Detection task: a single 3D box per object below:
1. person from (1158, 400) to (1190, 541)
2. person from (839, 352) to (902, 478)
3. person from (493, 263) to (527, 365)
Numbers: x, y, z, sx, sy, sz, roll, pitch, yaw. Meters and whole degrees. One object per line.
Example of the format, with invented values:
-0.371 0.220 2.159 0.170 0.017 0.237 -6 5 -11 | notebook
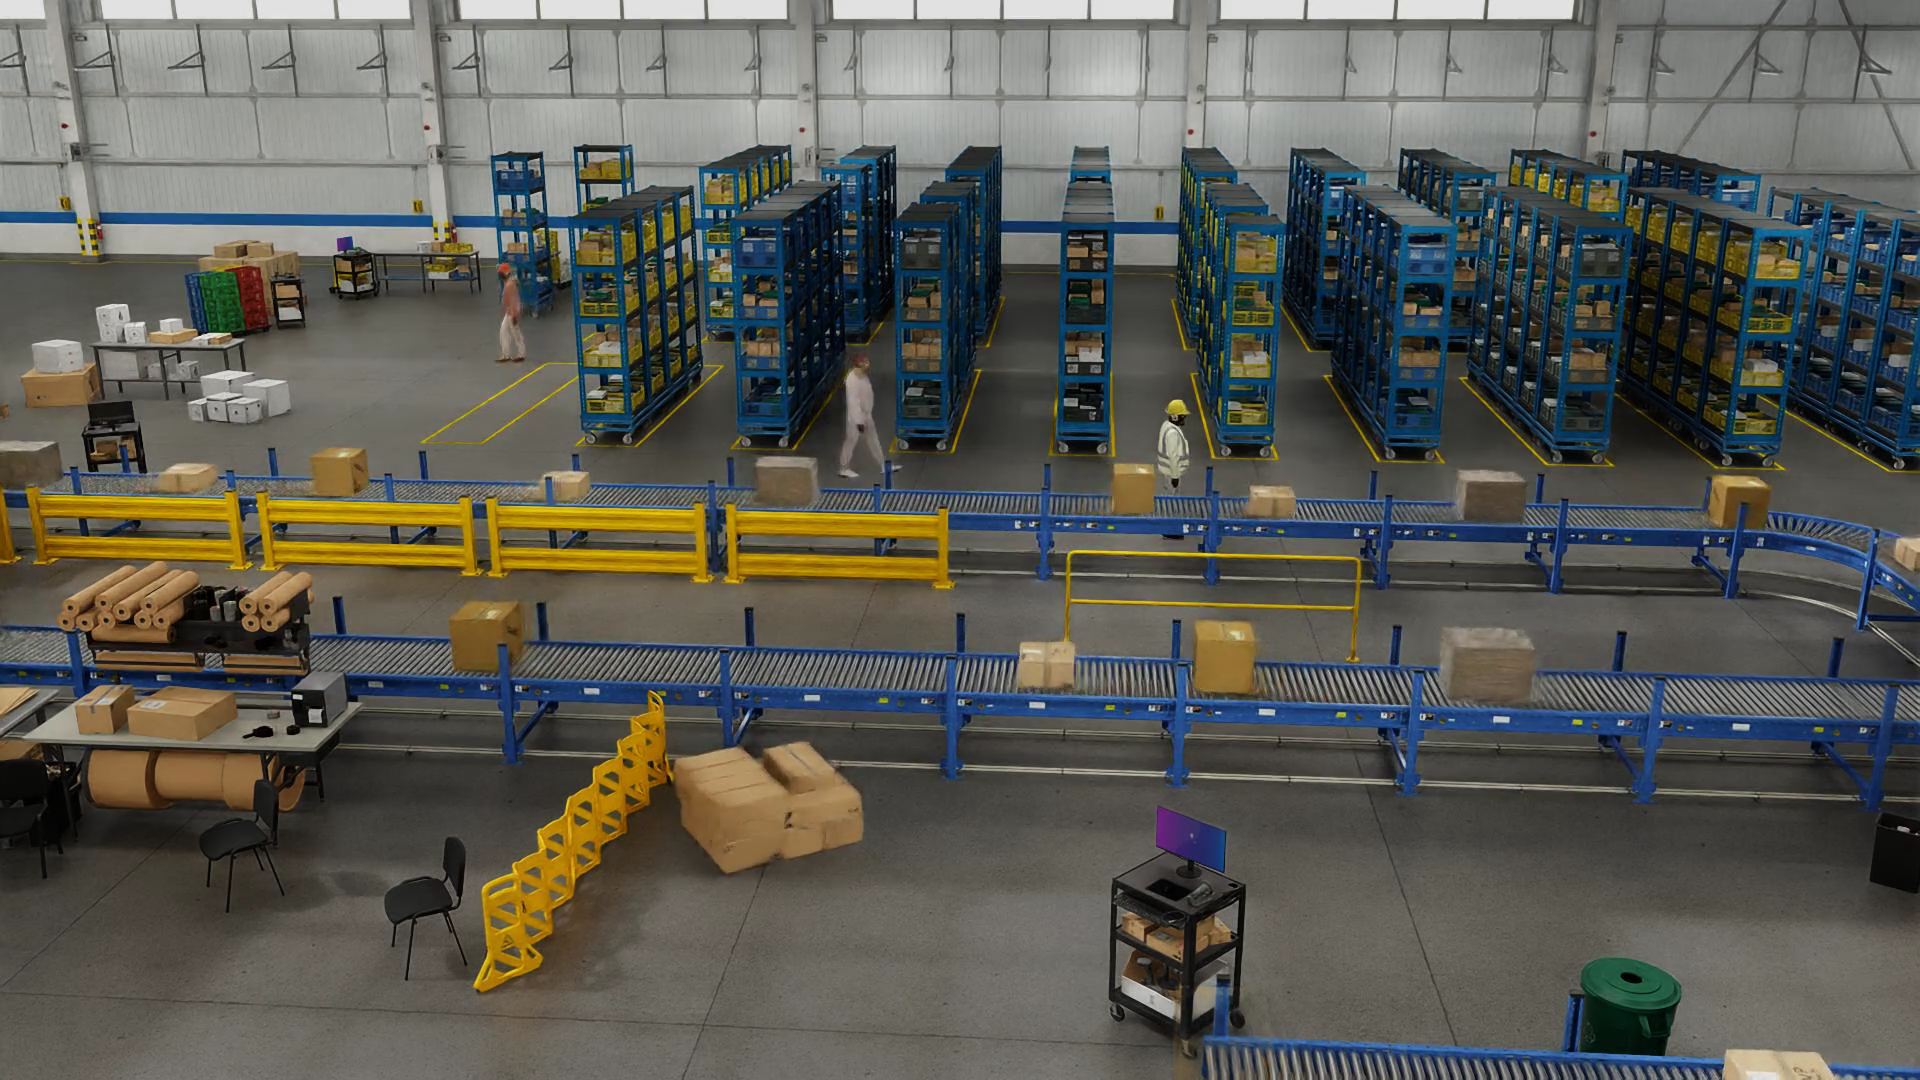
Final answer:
2.755 -0.915 21.466 0.404 1.829 0.600 0 17 -2 | person
-1.346 -1.798 24.202 0.968 1.862 0.676 5 18 14 | person
-8.826 -4.379 32.220 0.780 1.969 0.659 -4 18 -14 | person
